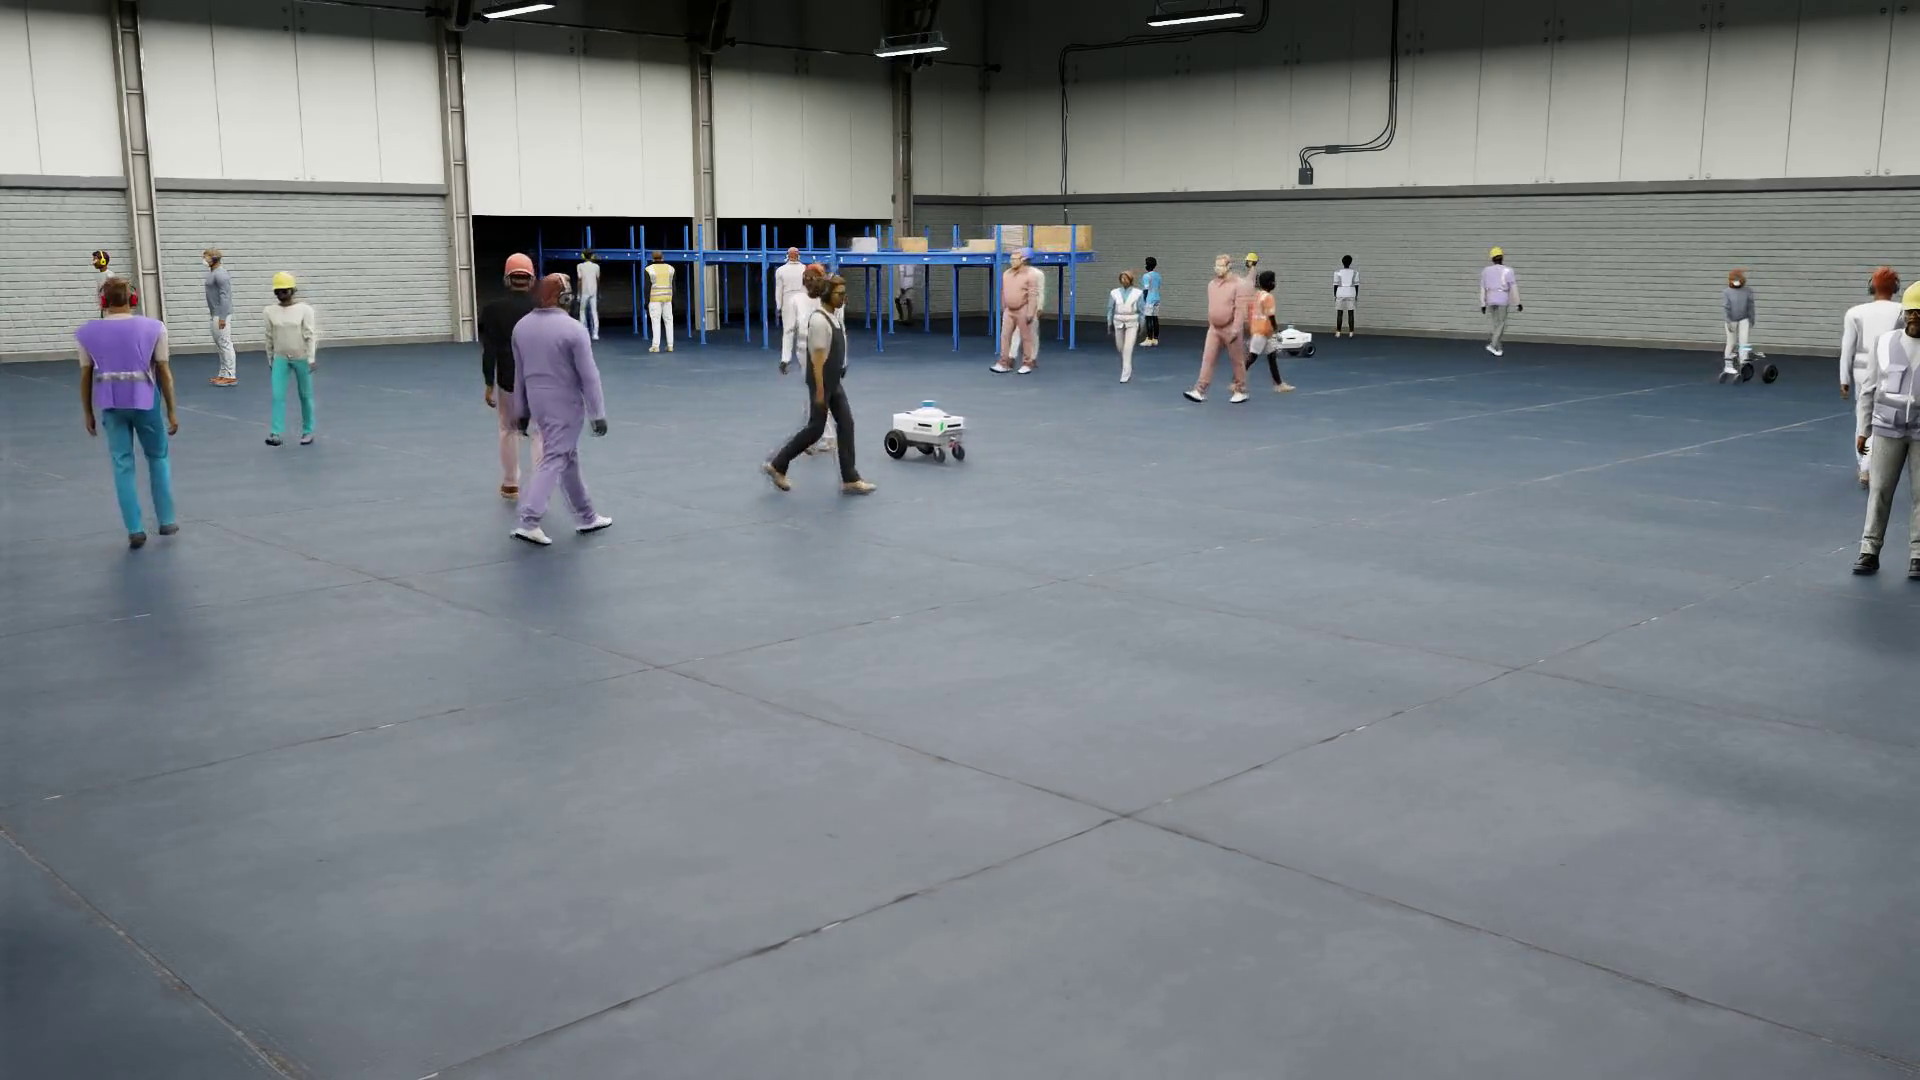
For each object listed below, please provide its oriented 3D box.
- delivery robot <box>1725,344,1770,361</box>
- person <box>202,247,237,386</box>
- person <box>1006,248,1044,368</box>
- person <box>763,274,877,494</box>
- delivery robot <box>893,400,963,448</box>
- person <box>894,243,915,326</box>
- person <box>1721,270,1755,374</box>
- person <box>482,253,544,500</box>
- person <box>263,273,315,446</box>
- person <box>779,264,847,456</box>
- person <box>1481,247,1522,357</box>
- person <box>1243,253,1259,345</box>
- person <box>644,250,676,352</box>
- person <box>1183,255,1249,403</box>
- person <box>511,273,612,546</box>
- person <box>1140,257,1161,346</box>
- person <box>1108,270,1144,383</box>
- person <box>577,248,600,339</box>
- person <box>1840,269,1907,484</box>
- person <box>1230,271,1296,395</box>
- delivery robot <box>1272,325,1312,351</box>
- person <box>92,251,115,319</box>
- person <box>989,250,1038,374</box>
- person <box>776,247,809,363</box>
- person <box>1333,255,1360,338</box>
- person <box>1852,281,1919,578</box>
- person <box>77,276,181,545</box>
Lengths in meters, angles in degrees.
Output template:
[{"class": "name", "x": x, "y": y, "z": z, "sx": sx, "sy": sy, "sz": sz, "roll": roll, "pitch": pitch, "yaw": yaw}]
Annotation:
[{"class": "delivery robot", "x": 11.380, "y": -2.711, "z": 24.015, "sx": 0.698, "sy": 0.223, "sz": 0.335, "roll": -5, "pitch": 11, "yaw": -23}, {"class": "person", "x": -10.476, "y": -3.154, "z": 23.508, "sx": 0.359, "sy": 1.937, "sz": 0.635, "roll": -7, "pitch": 13, "yaw": -34}, {"class": "person", "x": 1.019, "y": -3.670, "z": 26.412, "sx": 0.643, "sy": 1.897, "sz": 0.970, "roll": 5, "pitch": 11, "yaw": 24}, {"class": "person", "x": -1.171, "y": -1.276, "z": 13.650, "sx": 0.882, "sy": 1.812, "sz": 0.511, "roll": 2, "pitch": 11, "yaw": 10}, {"class": "delivery robot", "x": -0.304, "y": -1.090, "z": 15.886, "sx": 0.707, "sy": 0.478, "sz": 0.477, "roll": 10, "pitch": 14, "yaw": 43}, {"class": "person", "x": -1.312, "y": -5.963, "z": 38.869, "sx": 0.566, "sy": 1.917, "sz": 0.555, "roll": 9, "pitch": 14, "yaw": 41}, {"class": "person", "x": 11.844, "y": -3.307, "z": 25.310, "sx": 0.555, "sy": 1.579, "sz": 0.728, "roll": 1, "pitch": 10, "yaw": 8}, {"class": "person", "x": -3.456, "y": -1.269, "z": 13.157, "sx": 0.643, "sy": 1.955, "sz": 0.893, "roll": -4, "pitch": 11, "yaw": -21}, {"class": "person", "x": -6.730, "y": -1.795, "z": 16.672, "sx": 0.527, "sy": 1.733, "sz": 0.845, "roll": -1, "pitch": 10, "yaw": -5}, {"class": "person", "x": -1.422, "y": -1.745, "z": 16.113, "sx": 0.586, "sy": 1.831, "sz": 0.970, "roll": 4, "pitch": 11, "yaw": 23}, {"class": "person", "x": 9.448, "y": -4.167, "z": 29.161, "sx": 0.670, "sy": 1.887, "sz": 0.575, "roll": 10, "pitch": 14, "yaw": 43}, {"class": "person", "x": 5.623, "y": -4.660, "z": 32.175, "sx": 0.296, "sy": 1.772, "sz": 0.533, "roll": 3, "pitch": 11, "yaw": 14}, {"class": "person", "x": -5.480, "y": -4.352, "z": 30.320, "sx": 0.621, "sy": 1.837, "sz": 0.429, "roll": -7, "pitch": 12, "yaw": -34}, {"class": "person", "x": 3.290, "y": -2.636, "z": 20.913, "sx": 0.999, "sy": 1.855, "sz": 0.648, "roll": -10, "pitch": 14, "yaw": -44}, {"class": "person", "x": -2.779, "y": -0.913, "z": 11.525, "sx": 0.662, "sy": 1.860, "sz": 1.007, "roll": 7, "pitch": 12, "yaw": 32}, {"class": "person", "x": 3.643, "y": -4.559, "z": 31.826, "sx": 0.320, "sy": 1.697, "sz": 0.531, "roll": 8, "pitch": 13, "yaw": 37}, {"class": "person", "x": 2.426, "y": -3.114, "z": 24.195, "sx": 0.524, "sy": 1.611, "sz": 0.754, "roll": 4, "pitch": 11, "yaw": 21}, {"class": "person", "x": -7.677, "y": -5.050, "z": 34.154, "sx": 0.566, "sy": 1.829, "sz": 0.852, "roll": -7, "pitch": 13, "yaw": -34}, {"class": "person", "x": 7.884, "y": -1.405, "z": 14.292, "sx": 0.581, "sy": 1.836, "sz": 1.005, "roll": 8, "pitch": 13, "yaw": 38}, {"class": "person", "x": 4.022, "y": -2.748, "z": 22.093, "sx": 0.911, "sy": 1.647, "sz": 0.538, "roll": 0, "pitch": 10, "yaw": 0}, {"class": "delivery robot", "x": 5.788, "y": -3.509, "z": 29.077, "sx": 0.707, "sy": 0.478, "sz": 0.477, "roll": -5, "pitch": 12, "yaw": -25}, {"class": "person", "x": -13.273, "y": -3.558, "z": 25.902, "sx": 0.310, "sy": 1.868, "sz": 0.532, "roll": -9, "pitch": 14, "yaw": -41}, {"class": "person", "x": 0.811, "y": -3.451, "z": 25.288, "sx": 0.679, "sy": 1.868, "sz": 0.903, "roll": 8, "pitch": 13, "yaw": 36}, {"class": "person", "x": -2.759, "y": -3.901, "z": 27.669, "sx": 0.641, "sy": 1.908, "sz": 0.407, "roll": -3, "pitch": 11, "yaw": -18}, {"class": "person", "x": 7.989, "y": -5.037, "z": 34.434, "sx": 0.535, "sy": 1.697, "sz": 0.318, "roll": 1, "pitch": 10, "yaw": 6}, {"class": "person", "x": 5.898, "y": -0.684, "z": 10.328, "sx": 0.600, "sy": 1.829, "sz": 0.404, "roll": 8, "pitch": 13, "yaw": 36}, {"class": "person", "x": -5.721, "y": -0.901, "z": 11.507, "sx": 0.602, "sy": 1.824, "sz": 0.692, "roll": -3, "pitch": 11, "yaw": -16}]
